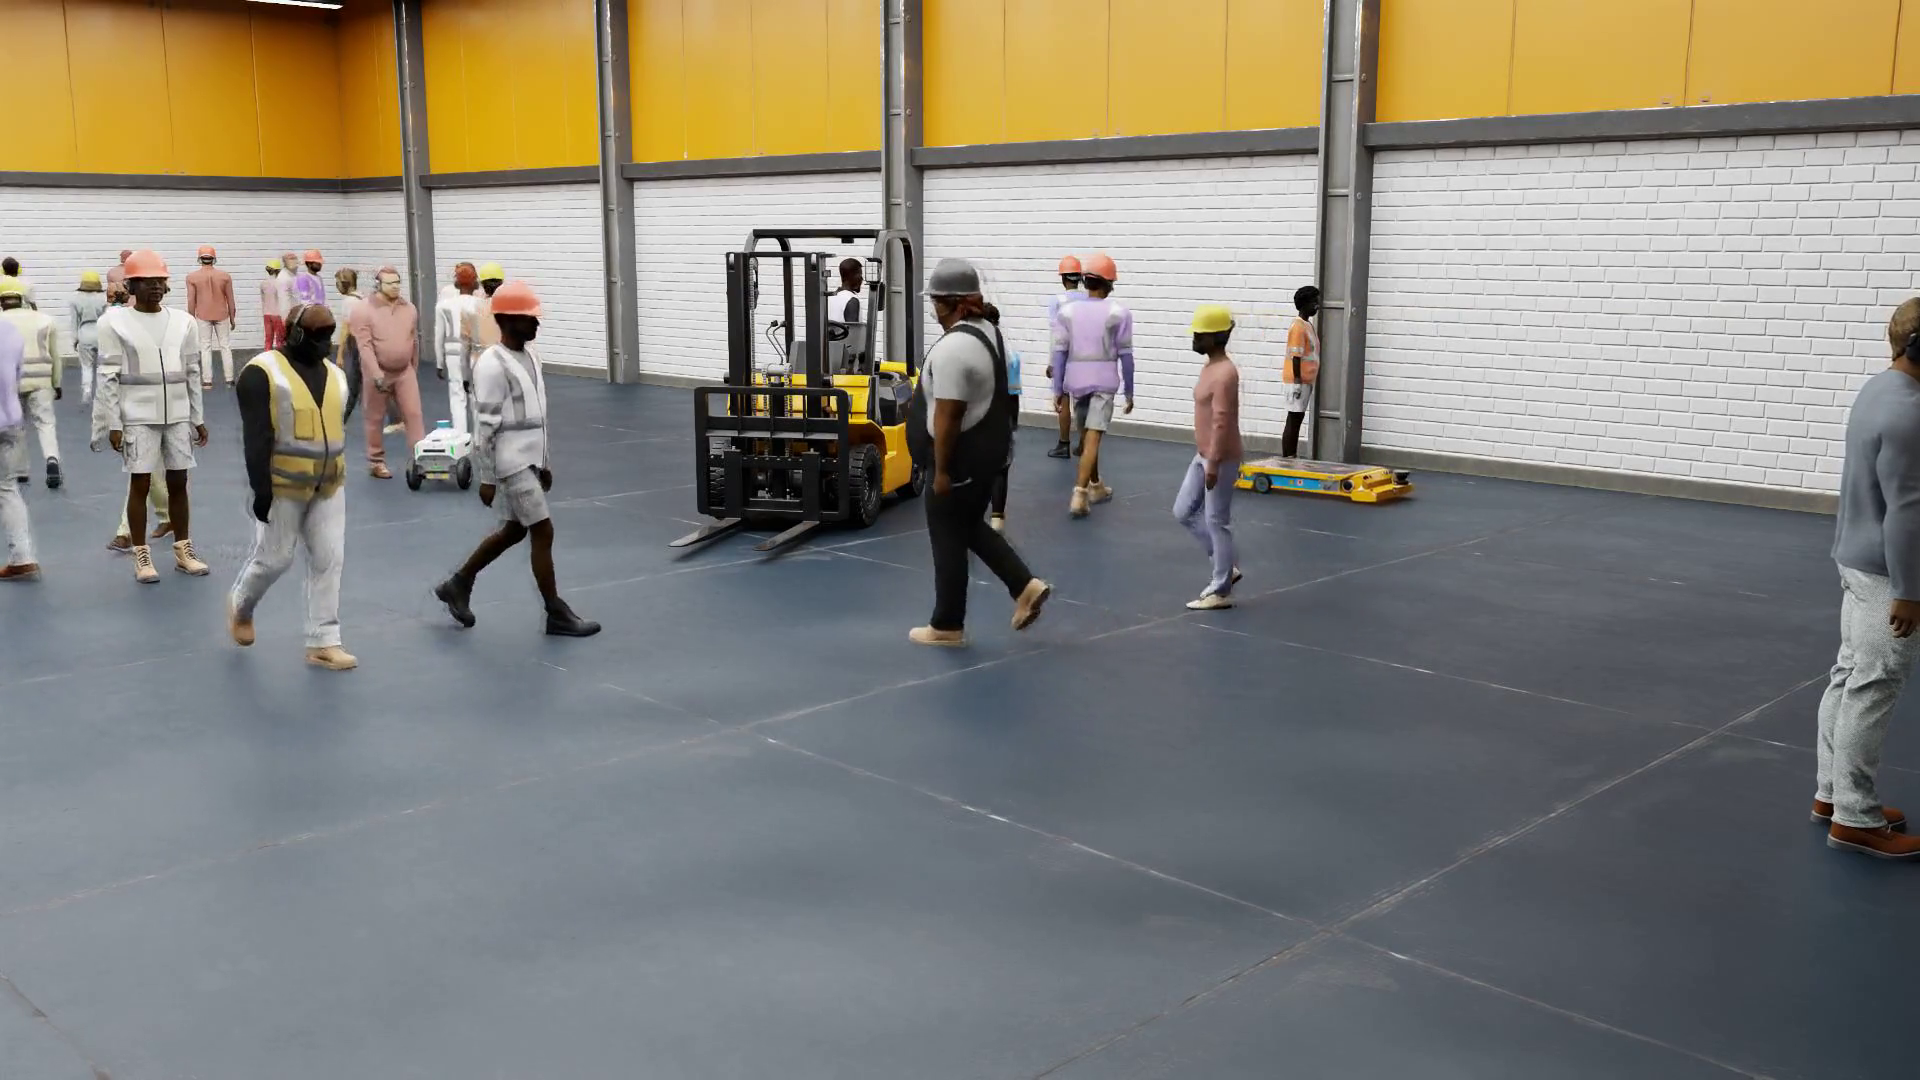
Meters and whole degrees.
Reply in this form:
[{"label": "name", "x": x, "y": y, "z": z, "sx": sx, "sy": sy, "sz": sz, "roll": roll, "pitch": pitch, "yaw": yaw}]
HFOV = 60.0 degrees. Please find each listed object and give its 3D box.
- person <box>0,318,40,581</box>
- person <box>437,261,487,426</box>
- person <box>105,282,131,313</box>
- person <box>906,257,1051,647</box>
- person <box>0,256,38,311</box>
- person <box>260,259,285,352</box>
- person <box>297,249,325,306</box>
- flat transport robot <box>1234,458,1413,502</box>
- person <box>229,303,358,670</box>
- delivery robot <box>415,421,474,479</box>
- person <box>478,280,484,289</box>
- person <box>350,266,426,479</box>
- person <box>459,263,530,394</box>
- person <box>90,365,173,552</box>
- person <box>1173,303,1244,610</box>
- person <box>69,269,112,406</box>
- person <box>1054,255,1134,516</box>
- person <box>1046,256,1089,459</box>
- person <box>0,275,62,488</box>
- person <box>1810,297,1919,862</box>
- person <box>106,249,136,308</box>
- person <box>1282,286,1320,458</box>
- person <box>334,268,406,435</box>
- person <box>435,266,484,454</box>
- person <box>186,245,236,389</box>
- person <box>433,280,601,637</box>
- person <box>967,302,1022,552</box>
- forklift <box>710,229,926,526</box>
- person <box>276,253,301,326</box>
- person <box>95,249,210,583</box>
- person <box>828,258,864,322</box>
[{"label": "person", "x": -6.008, "y": -0.664, "z": 10.151, "sx": 0.563, "sy": 1.903, "sz": 0.638, "roll": 5, "pitch": 11, "yaw": 24}, {"label": "person", "x": -5.522, "y": -2.194, "z": 18.659, "sx": 0.429, "sy": 1.839, "sz": 0.634, "roll": 9, "pitch": 14, "yaw": 41}, {"label": "person", "x": -8.936, "y": -1.928, "z": 17.755, "sx": 0.306, "sy": 1.640, "sz": 0.522, "roll": -9, "pitch": 14, "yaw": -41}, {"label": "person", "x": 0.049, "y": -0.450, "z": 8.596, "sx": 0.687, "sy": 2.000, "sz": 0.695, "roll": 4, "pitch": 11, "yaw": 23}, {"label": "person", "x": -12.372, "y": -2.789, "z": 21.853, "sx": 0.530, "sy": 1.859, "sz": 0.610, "roll": -5, "pitch": 11, "yaw": -24}, {"label": "person", "x": -10.647, "y": -3.480, "z": 25.902, "sx": 0.522, "sy": 1.759, "sz": 0.349, "roll": 5, "pitch": 11, "yaw": 24}, {"label": "person", "x": -9.192, "y": -3.173, "z": 23.727, "sx": 0.379, "sy": 1.936, "sz": 0.552, "roll": 2, "pitch": 11, "yaw": 8}, {"label": "flat transport robot", "x": 2.949, "y": -0.518, "z": 13.797, "sx": 1.431, "sy": 0.197, "sz": 0.652, "roll": 9, "pitch": 14, "yaw": 40}, {"label": "person", "x": -3.335, "y": -0.275, "z": 8.286, "sx": 0.775, "sy": 1.811, "sz": 0.638, "roll": 7, "pitch": 12, "yaw": 33}, {"label": "delivery robot", "x": -4.387, "y": -0.773, "z": 14.160, "sx": 0.477, "sy": 0.478, "sz": 0.707, "roll": -1, "pitch": 10, "yaw": -3}, {"label": "person", "x": -5.986, "y": -2.531, "z": 21.084, "sx": 0.494, "sy": 1.624, "sz": 0.280, "roll": -2, "pitch": 11, "yaw": -13}, {"label": "person", "x": -4.895, "y": -1.427, "z": 14.408, "sx": 0.638, "sy": 1.860, "sz": 0.955, "roll": -10, "pitch": 14, "yaw": -44}, {"label": "person", "x": -4.092, "y": -1.486, "z": 14.669, "sx": 0.600, "sy": 1.883, "sz": 0.930, "roll": -3, "pitch": 11, "yaw": -14}, {"label": "person", "x": -5.671, "y": -0.738, "z": 11.416, "sx": 0.524, "sy": 1.583, "sz": 0.892, "roll": 1, "pitch": 10, "yaw": 8}, {"label": "person", "x": 1.414, "y": -0.462, "z": 9.432, "sx": 0.372, "sy": 1.750, "sz": 0.557, "roll": -1, "pitch": 10, "yaw": -3}, {"label": "person", "x": -10.611, "y": -2.454, "z": 20.376, "sx": 0.496, "sy": 1.725, "sz": 0.485, "roll": -3, "pitch": 11, "yaw": -16}, {"label": "person", "x": 1.036, "y": -1.196, "z": 12.848, "sx": 0.611, "sy": 1.984, "sz": 1.083, "roll": 5, "pitch": 12, "yaw": 25}, {"label": "person", "x": 1.056, "y": -1.748, "z": 15.958, "sx": 0.552, "sy": 1.934, "sz": 0.356, "roll": -6, "pitch": 12, "yaw": -31}, {"label": "person", "x": -7.867, "y": -1.319, "z": 13.990, "sx": 0.602, "sy": 1.809, "sz": 0.793, "roll": -8, "pitch": 13, "yaw": -36}, {"label": "person", "x": 3.221, "y": 0.120, "z": 5.769, "sx": 0.352, "sy": 1.937, "sz": 0.635, "roll": 3, "pitch": 11, "yaw": 18}, {"label": "person", "x": -13.513, "y": -3.774, "z": 27.121, "sx": 0.644, "sy": 1.900, "sz": 0.403, "roll": -4, "pitch": 11, "yaw": -19}, {"label": "person", "x": 3.035, "y": -1.412, "z": 14.804, "sx": 0.318, "sy": 1.691, "sz": 0.530, "roll": 4, "pitch": 11, "yaw": 19}, {"label": "person", "x": -6.422, "y": -2.006, "z": 17.804, "sx": 1.016, "sy": 1.782, "sz": 0.578, "roll": 0, "pitch": 10, "yaw": 3}, {"label": "person", "x": -4.718, "y": -1.693, "z": 15.919, "sx": 0.579, "sy": 1.845, "sz": 0.955, "roll": -3, "pitch": 11, "yaw": -14}, {"label": "person", "x": -10.431, "y": -3.105, "z": 23.201, "sx": 0.612, "sy": 1.995, "sz": 0.376, "roll": -6, "pitch": 12, "yaw": -30}, {"label": "person", "x": -2.418, "y": -0.428, "z": 8.859, "sx": 0.922, "sy": 1.909, "sz": 0.549, "roll": 2, "pitch": 11, "yaw": 9}, {"label": "person", "x": 0.151, "y": -0.756, "z": 11.246, "sx": 0.542, "sy": 1.685, "sz": 0.368, "roll": 1, "pitch": 10, "yaw": 4}, {"label": "forklift", "x": -1.050, "y": -1.319, "z": 12.920, "sx": 1.214, "sy": 2.155, "sz": 2.313, "roll": 2, "pitch": 11, "yaw": 13}, {"label": "person", "x": -10.153, "y": -3.432, "z": 25.365, "sx": 0.413, "sy": 1.859, "sz": 0.846, "roll": -2, "pitch": 11, "yaw": -9}, {"label": "person", "x": -4.969, "y": -0.762, "z": 10.303, "sx": 0.393, "sy": 2.046, "sz": 0.615, "roll": 9, "pitch": 14, "yaw": 40}, {"label": "person", "x": -1.087, "y": -1.702, "z": 15.766, "sx": 0.375, "sy": 1.916, "sz": 0.592, "roll": -5, "pitch": 11, "yaw": -23}]
